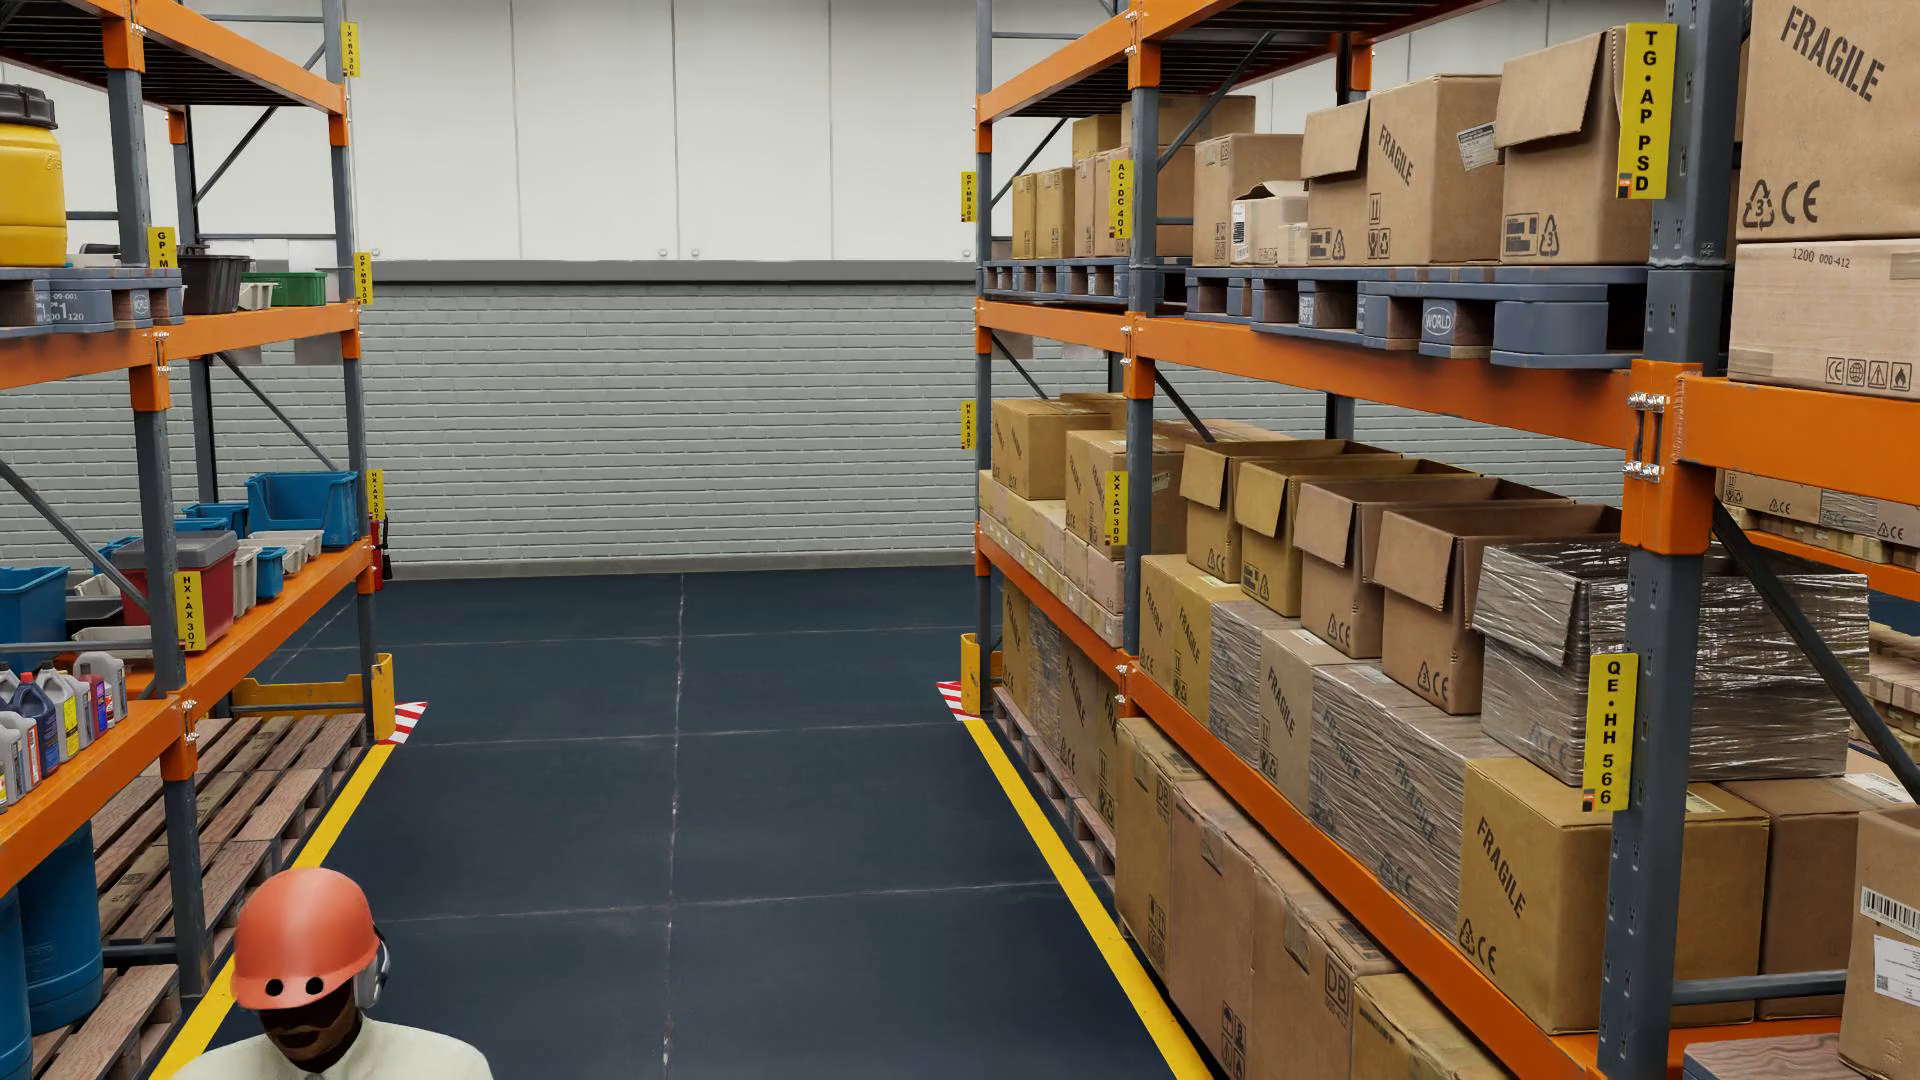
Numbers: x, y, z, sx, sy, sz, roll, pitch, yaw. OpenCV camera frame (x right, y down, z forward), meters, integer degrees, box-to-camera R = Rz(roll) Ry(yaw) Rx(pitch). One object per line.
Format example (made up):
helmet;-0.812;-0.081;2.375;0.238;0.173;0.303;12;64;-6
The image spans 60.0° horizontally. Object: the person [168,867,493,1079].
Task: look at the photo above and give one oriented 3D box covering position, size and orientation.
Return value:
person;-1.147;1.551;3.070;0.622;1.992;0.396;-2;9;-12
